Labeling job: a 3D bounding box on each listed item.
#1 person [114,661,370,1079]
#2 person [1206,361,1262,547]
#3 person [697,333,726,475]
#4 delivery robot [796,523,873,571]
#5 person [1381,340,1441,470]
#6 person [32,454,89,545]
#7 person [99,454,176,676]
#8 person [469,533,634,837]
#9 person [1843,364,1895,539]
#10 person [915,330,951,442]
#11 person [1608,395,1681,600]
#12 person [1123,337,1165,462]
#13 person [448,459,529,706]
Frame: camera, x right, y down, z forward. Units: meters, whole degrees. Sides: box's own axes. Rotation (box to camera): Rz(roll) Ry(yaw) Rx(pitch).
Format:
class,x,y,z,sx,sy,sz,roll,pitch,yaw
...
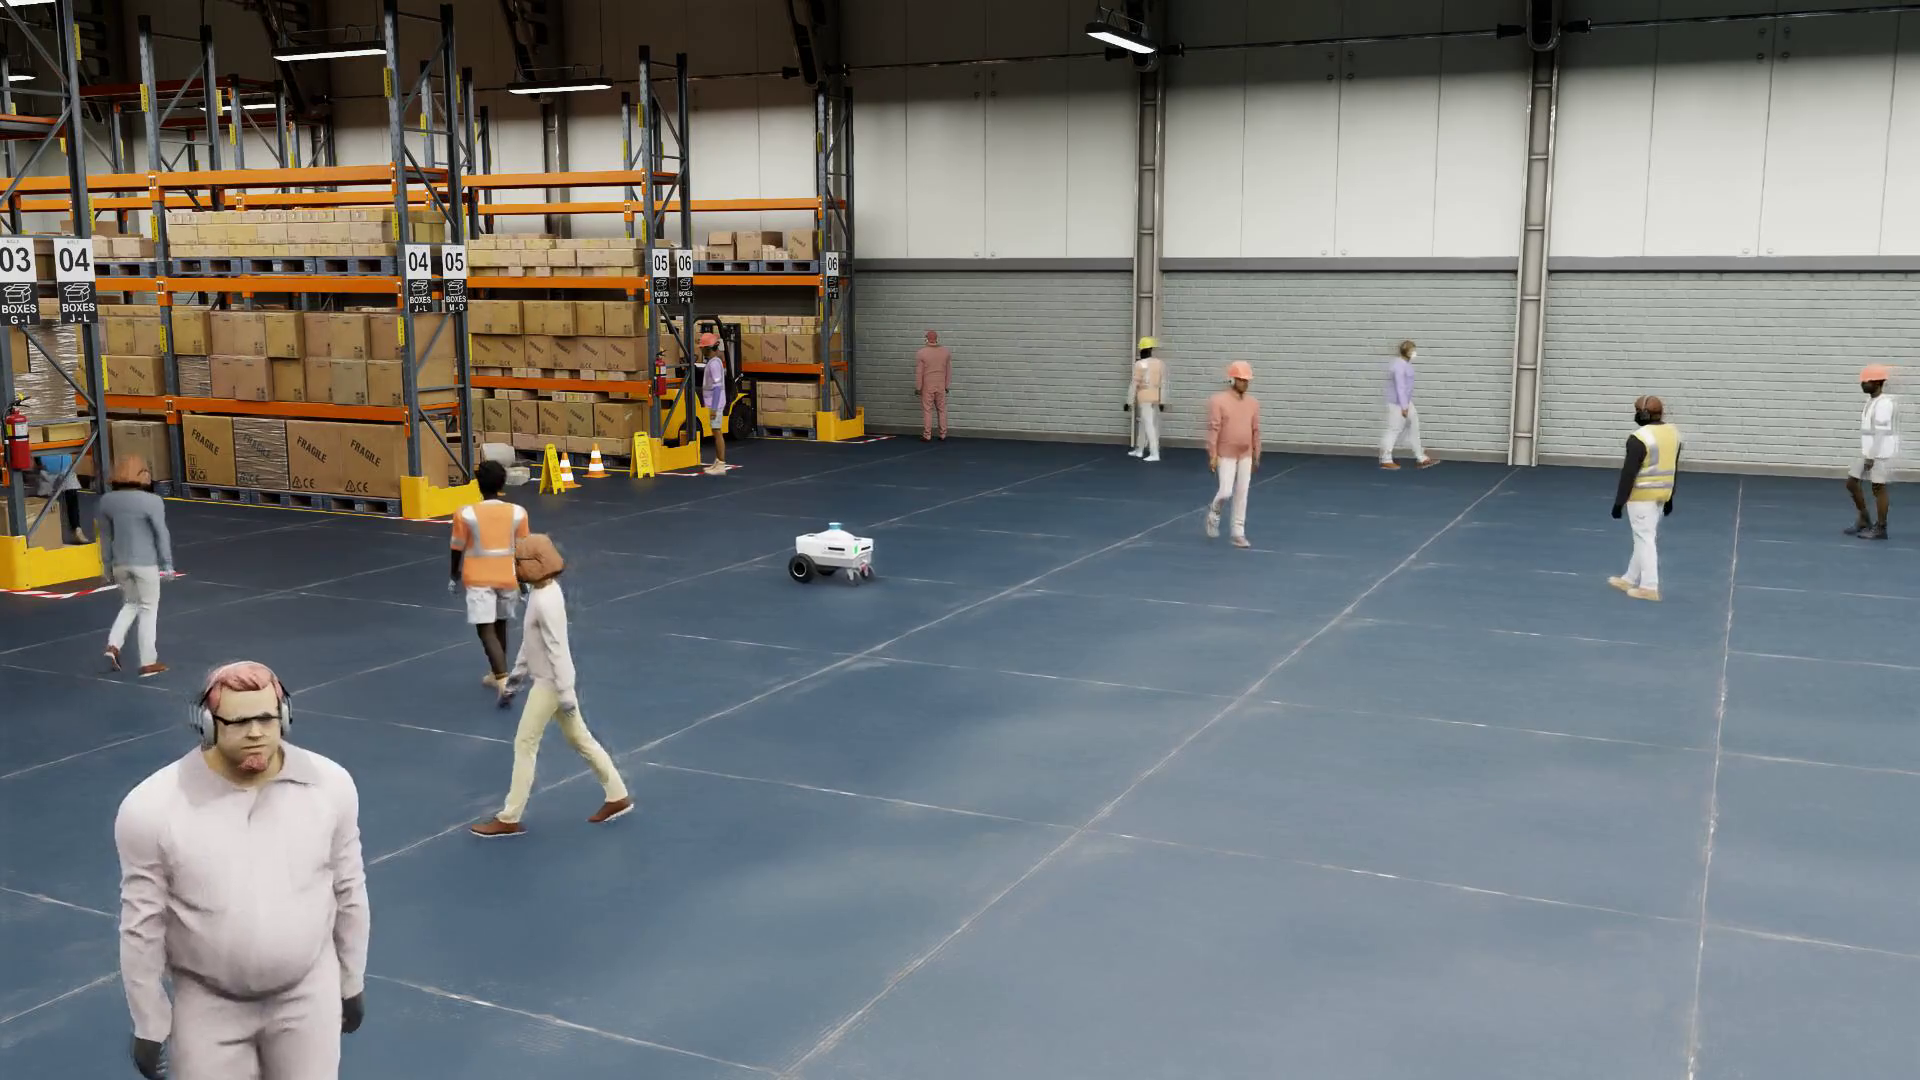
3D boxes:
class,x,y,z,sx,sy,sz,roll,pitch,yaw
person,-1.984,1.254,4.671,0.660,1.892,0.619,-6,11,-34
person,2.914,-0.917,17.706,0.638,1.982,0.515,-4,10,-22
person,-3.546,-1.941,23.815,0.395,2.040,0.609,-1,9,-9
delivery robot,-1.183,0.080,15.681,0.707,0.478,0.477,5,10,27
person,6.610,-1.962,24.360,0.797,1.912,0.664,5,10,26
person,-9.784,-0.786,17.874,0.827,1.666,0.527,5,11,30
person,-5.961,0.194,12.020,0.513,1.625,0.390,2,9,12
person,-2.129,0.747,8.710,0.840,1.597,0.502,-2,9,-11
person,9.936,-0.953,18.145,0.544,1.918,0.564,2,9,9
person,-0.474,-2.628,28.455,0.638,1.903,0.408,-4,10,-24
person,6.103,-0.383,14.946,0.641,1.839,0.549,-6,11,-34
person,2.786,-2.161,25.612,0.857,1.894,0.600,9,13,42
person,-3.181,0.279,11.362,0.533,1.662,0.826,-7,12,-37
